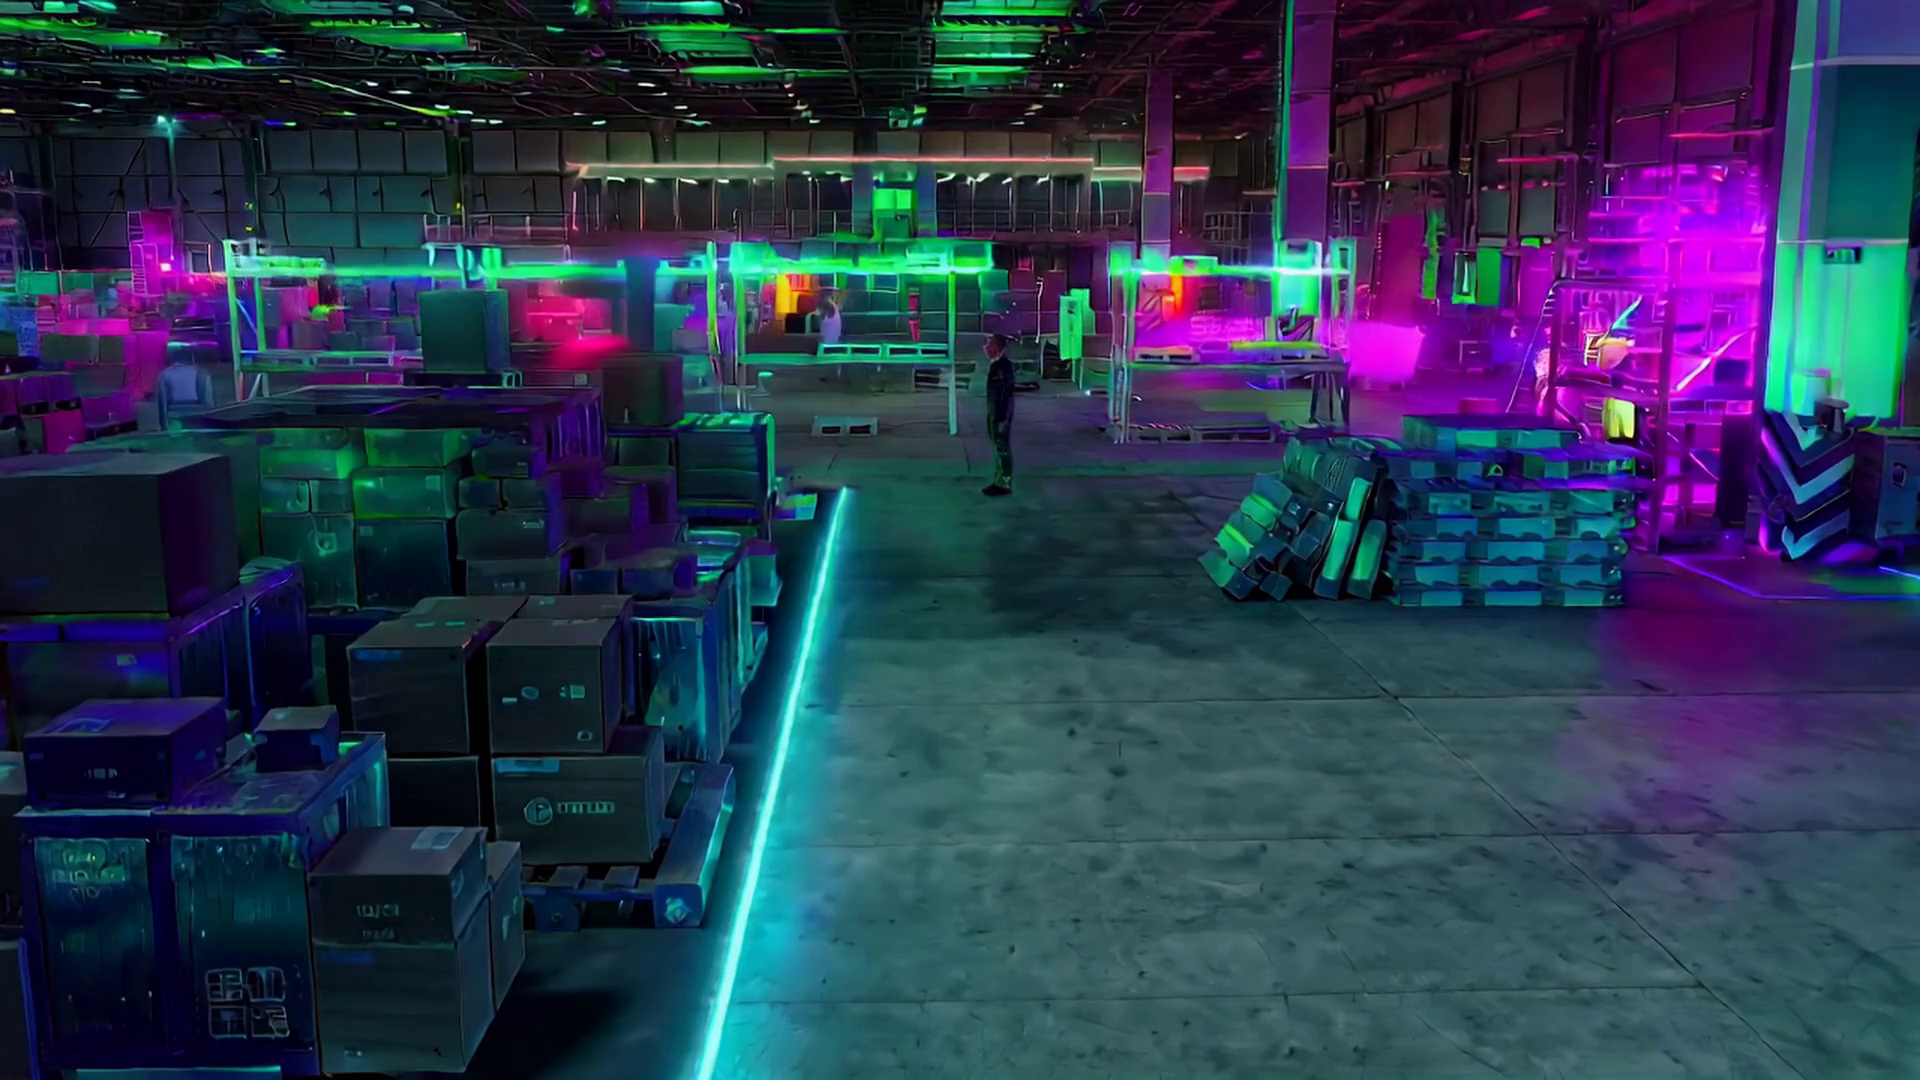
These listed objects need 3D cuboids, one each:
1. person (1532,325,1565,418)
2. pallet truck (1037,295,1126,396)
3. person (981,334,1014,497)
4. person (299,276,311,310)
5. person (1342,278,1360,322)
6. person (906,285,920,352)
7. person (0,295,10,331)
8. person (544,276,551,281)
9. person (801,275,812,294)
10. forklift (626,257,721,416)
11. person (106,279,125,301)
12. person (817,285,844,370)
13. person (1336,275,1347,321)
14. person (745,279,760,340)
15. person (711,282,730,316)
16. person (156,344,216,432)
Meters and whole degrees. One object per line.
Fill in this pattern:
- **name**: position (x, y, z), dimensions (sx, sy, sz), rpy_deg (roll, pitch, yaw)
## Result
- **person**: position (8.028, -1.984, 22.720), dimensions (0.380, 1.917, 0.586), rpy_deg (9, 13, 40)
- **pallet truck**: position (2.483, -3.881, 33.060), dimensions (1.885, 1.965, 0.823), rpy_deg (-7, 13, -36)
- **person**: position (0.462, -1.491, 19.909), dimensions (0.357, 1.938, 0.637), rpy_deg (-2, 10, -11)
- **person**: position (-25.827, -9.578, 65.632), dimensions (0.510, 1.686, 0.917), rpy_deg (0, 10, -2)
- **person**: position (12.634, -7.514, 53.536), dimensions (0.854, 1.923, 0.620), rpy_deg (-5, 11, -27)
- **person**: position (-1.257, -5.837, 44.278), dimensions (0.352, 1.883, 0.579), rpy_deg (-3, 11, -17)
- **person**: position (-20.187, -4.169, 34.843), dimensions (0.609, 1.940, 0.876), rpy_deg (7, 12, 34)
- **person**: position (-13.975, -8.026, 56.374), dimensions (0.579, 1.911, 0.750), rpy_deg (3, 11, 17)
- **person**: position (-5.198, -8.029, 56.392), dimensions (0.379, 1.917, 0.591), rpy_deg (5, 11, 24)
- **forklift**: position (-4.050, -2.222, 21.360), dimensions (1.873, 2.768, 1.129), rpy_deg (-2, 10, -12)
- **person**: position (-28.038, -7.766, 55.246), dimensions (0.596, 1.817, 0.656), rpy_deg (-2, 10, -12)
- **person**: position (-3.199, -5.095, 39.703), dimensions (0.825, 2.000, 0.711), rpy_deg (8, 13, 38)
- **person**: position (13.108, -8.212, 57.421), dimensions (1.034, 1.930, 0.643), rpy_deg (5, 11, 26)
- **person**: position (-6.470, -7.158, 51.674), dimensions (0.428, 1.866, 0.598), rpy_deg (6, 12, 29)
- **person**: position (-6.787, -6.336, 47.033), dimensions (0.575, 1.885, 0.980), rpy_deg (-4, 11, -23)
- **person**: position (-9.138, -1.399, 19.689), dimensions (0.631, 1.828, 0.432), rpy_deg (-4, 11, -23)
